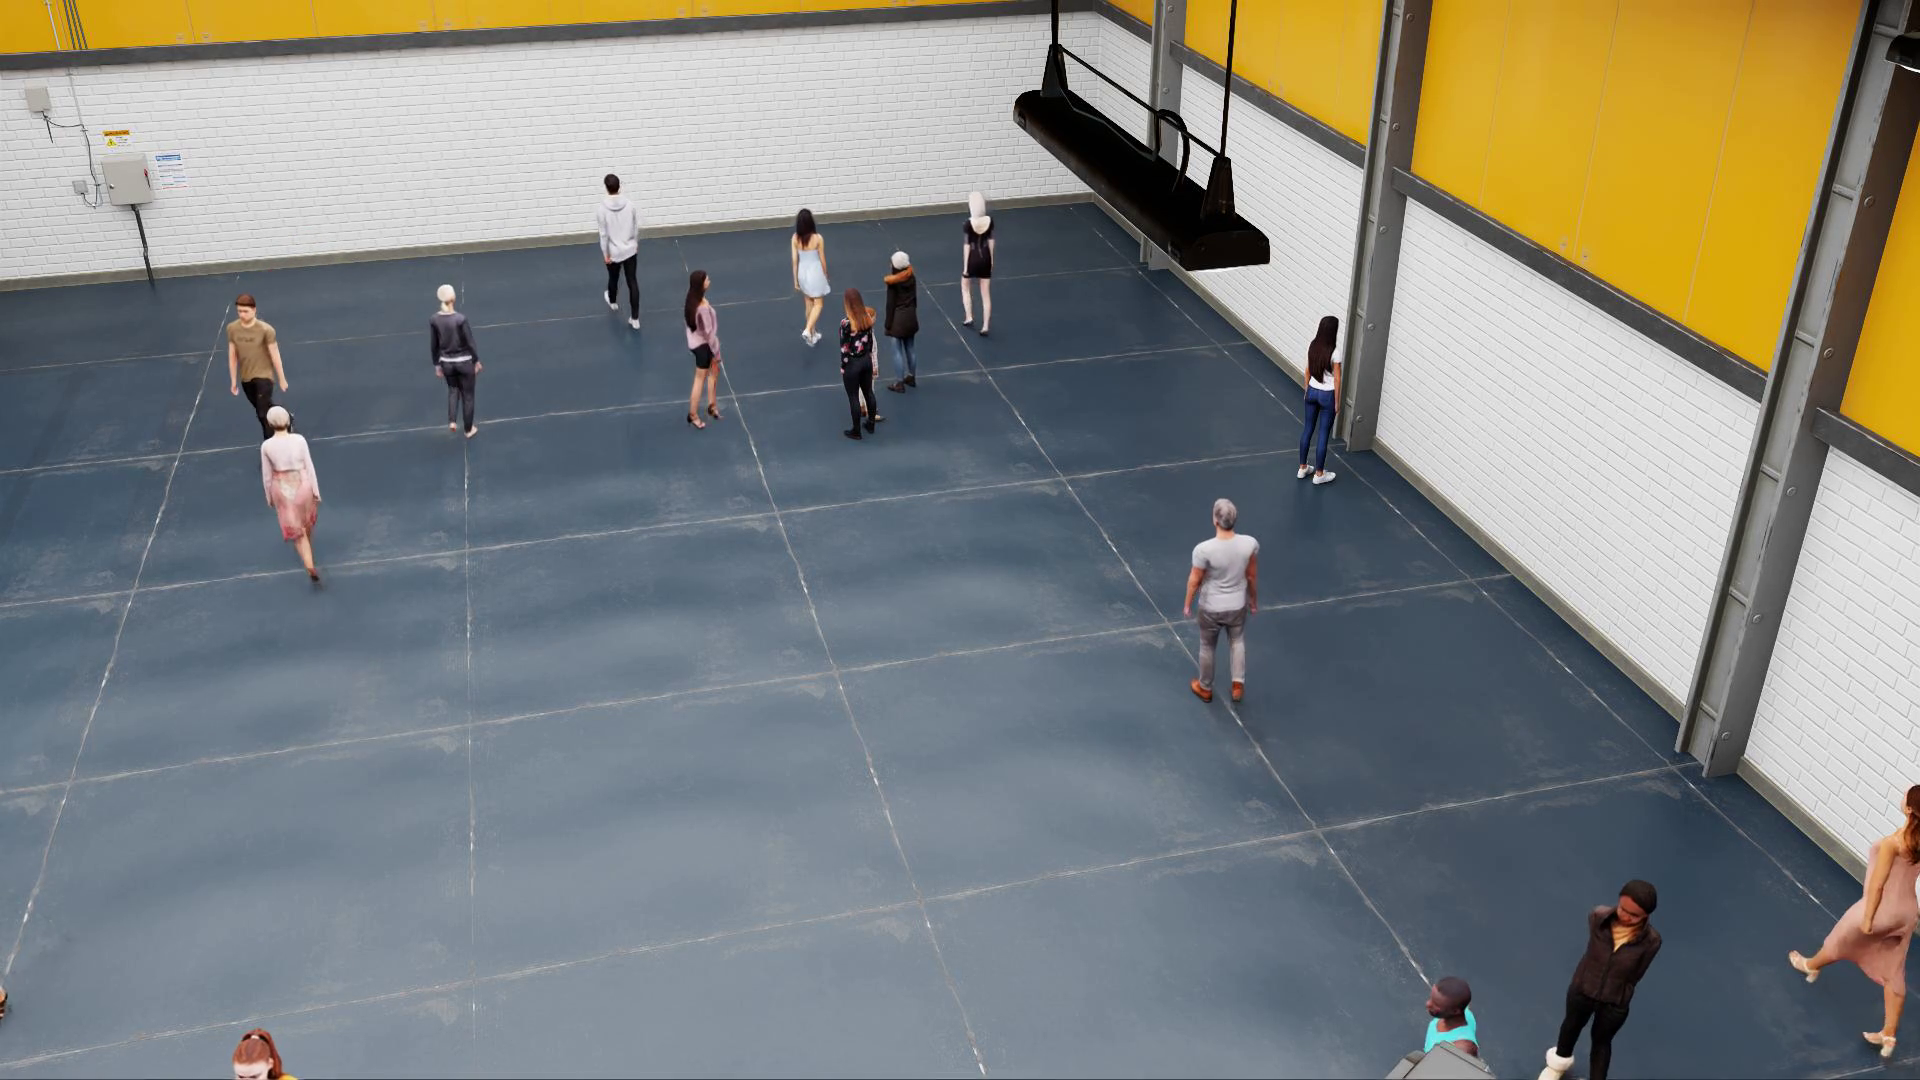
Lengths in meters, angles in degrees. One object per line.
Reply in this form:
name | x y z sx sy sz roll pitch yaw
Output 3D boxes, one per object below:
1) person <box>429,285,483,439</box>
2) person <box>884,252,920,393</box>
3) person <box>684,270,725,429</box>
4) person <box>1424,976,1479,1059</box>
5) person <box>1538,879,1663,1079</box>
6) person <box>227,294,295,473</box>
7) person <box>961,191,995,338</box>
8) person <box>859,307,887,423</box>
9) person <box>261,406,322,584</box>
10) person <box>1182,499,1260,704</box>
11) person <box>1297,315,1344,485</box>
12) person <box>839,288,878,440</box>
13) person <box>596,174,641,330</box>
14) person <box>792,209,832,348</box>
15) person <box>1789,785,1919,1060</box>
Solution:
person | -5.396 -1.876 17.751 0.715 1.716 0.738 4 29 7
person | -0.660 -2.490 18.964 0.756 1.631 0.730 22 36 35
person | -2.876 -2.023 17.939 0.778 1.793 0.685 -14 32 -24
person | 2.651 3.016 8.739 1.051 1.758 1.216 6 29 10
person | 3.665 2.598 9.620 0.947 1.647 0.892 -2 29 -4
person | -7.270 -1.706 17.343 1.004 1.808 1.322 5 29 9
person | 0.260 -3.327 20.312 0.709 1.809 0.857 -12 31 -21
person | -1.026 -1.948 18.304 0.613 1.312 0.488 -11 31 -20
person | -6.021 -0.375 15.065 0.810 1.653 1.131 -16 33 -27
person | 2.105 0.541 13.210 0.767 1.820 0.685 -5 29 -9
person | 3.661 -1.433 16.878 0.723 1.774 0.587 -21 35 -33
person | -1.095 -1.902 17.832 0.648 1.683 0.652 -24 37 -37
person | -4.168 -3.546 20.646 0.796 1.874 1.235 -11 31 -20
person | -1.816 -3.112 20.018 0.876 1.714 1.025 7 29 12
person | 5.636 2.317 10.000 0.596 1.776 1.095 -7 29 -13
